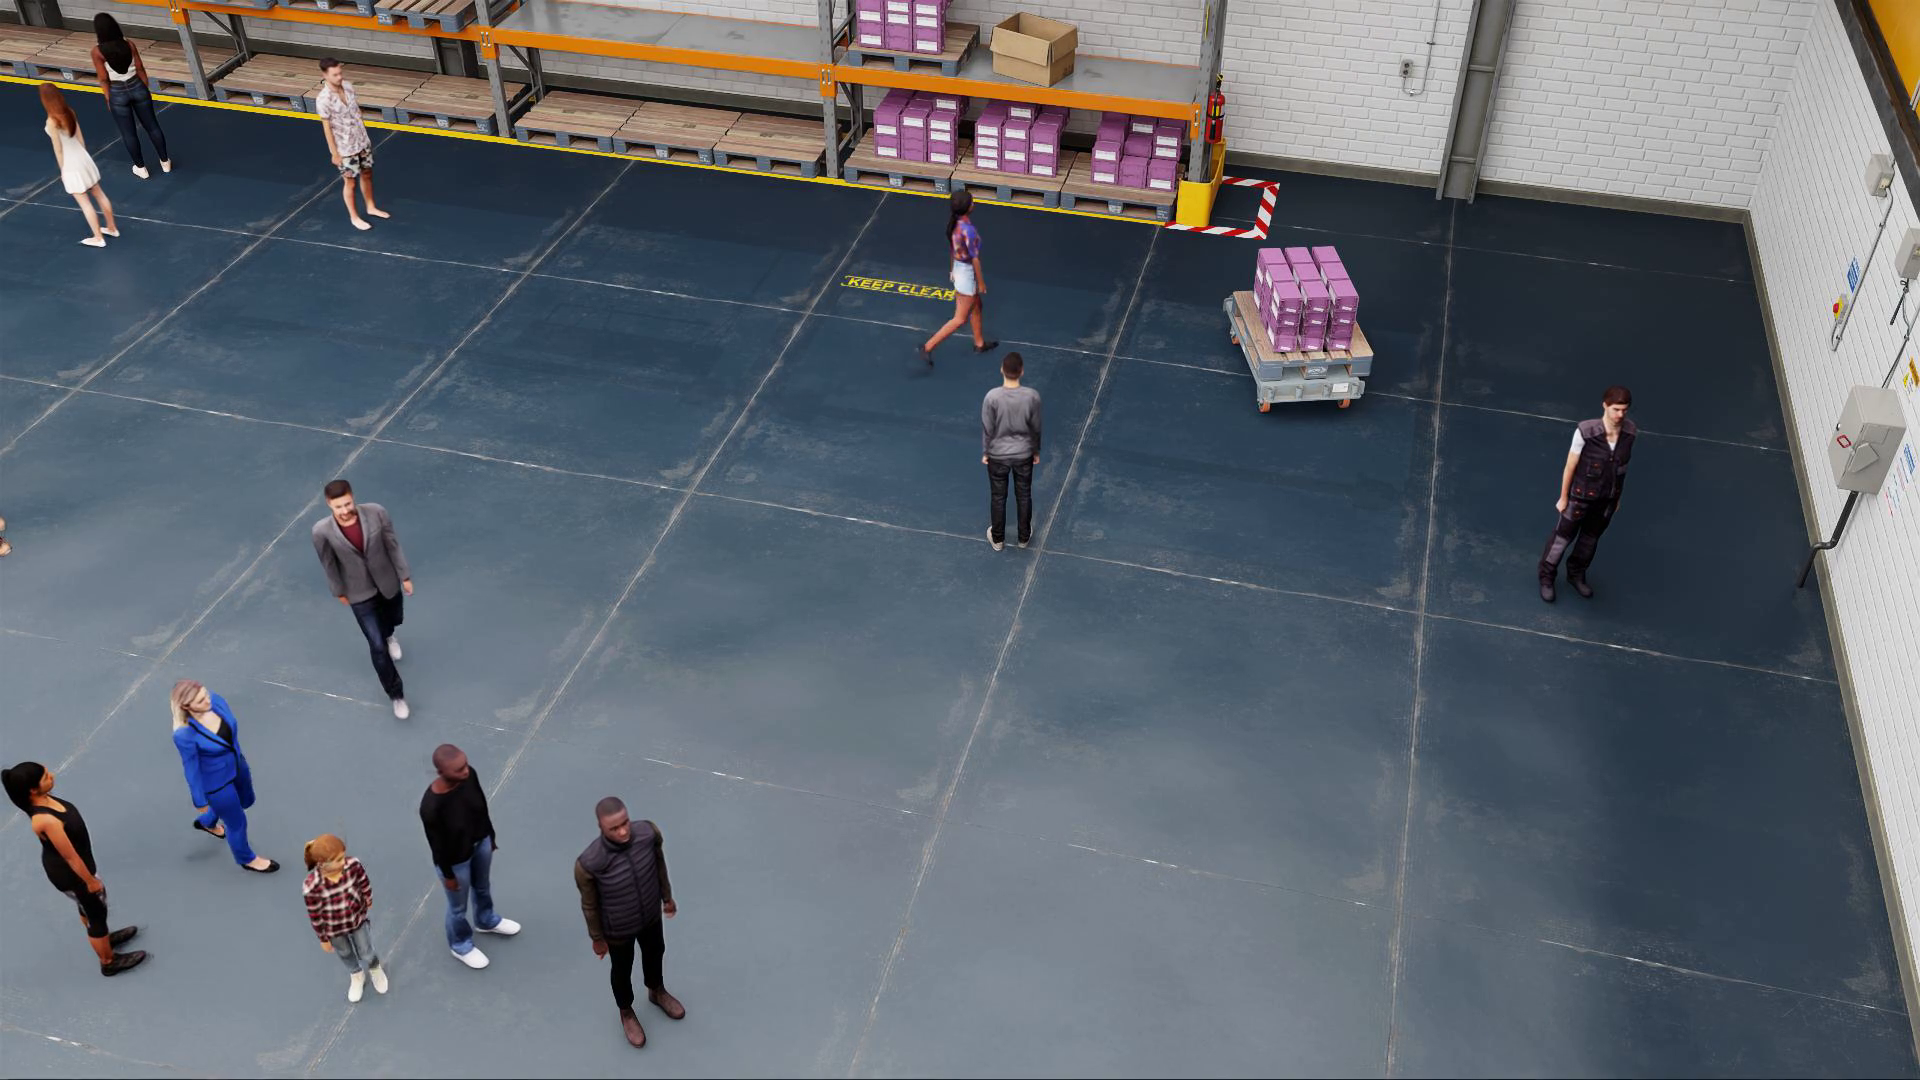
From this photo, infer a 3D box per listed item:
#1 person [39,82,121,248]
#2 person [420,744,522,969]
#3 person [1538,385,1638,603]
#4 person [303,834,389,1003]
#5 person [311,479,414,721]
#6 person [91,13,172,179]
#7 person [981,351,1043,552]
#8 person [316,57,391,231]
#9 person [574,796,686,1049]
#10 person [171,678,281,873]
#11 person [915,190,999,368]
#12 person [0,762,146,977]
[{"bbox_3d":[-8.941,-3.809,16.831,0.520,1.709,0.567,8,39,10],"label":"person"},{"bbox_3d":[-2.931,1.823,9.755,0.647,1.739,0.648,17,42,21],"label":"person"},{"bbox_3d":[4.696,-0.359,12.399,0.657,1.849,0.794,-6,39,-7],"label":"person"},{"bbox_3d":[-3.593,2.148,9.701,0.603,1.298,0.669,-16,41,-19],"label":"person"},{"bbox_3d":[-4.118,0.284,11.603,1.171,1.836,1.283,-24,44,-27],"label":"person"},{"bbox_3d":[-9.009,-4.820,18.016,0.752,1.810,0.794,-25,45,-28],"label":"person"},{"bbox_3d":[0.391,-0.680,12.871,0.585,1.761,0.745,-3,39,-4],"label":"person"},{"bbox_3d":[-6.310,-4.108,17.123,0.628,1.811,0.708,16,41,20],"label":"person"},{"bbox_3d":[-1.848,2.104,9.326,0.777,1.836,0.775,-30,48,-32],"label":"person"},{"bbox_3d":[-4.651,1.450,10.270,0.857,1.678,0.708,3,39,4],"label":"person"},{"bbox_3d":[-0.027,-2.312,14.953,1.160,1.712,1.009,-14,41,-17],"label":"person"},{"bbox_3d":[-5.194,1.903,9.718,0.723,1.660,0.634,-27,46,-29],"label":"person"}]
